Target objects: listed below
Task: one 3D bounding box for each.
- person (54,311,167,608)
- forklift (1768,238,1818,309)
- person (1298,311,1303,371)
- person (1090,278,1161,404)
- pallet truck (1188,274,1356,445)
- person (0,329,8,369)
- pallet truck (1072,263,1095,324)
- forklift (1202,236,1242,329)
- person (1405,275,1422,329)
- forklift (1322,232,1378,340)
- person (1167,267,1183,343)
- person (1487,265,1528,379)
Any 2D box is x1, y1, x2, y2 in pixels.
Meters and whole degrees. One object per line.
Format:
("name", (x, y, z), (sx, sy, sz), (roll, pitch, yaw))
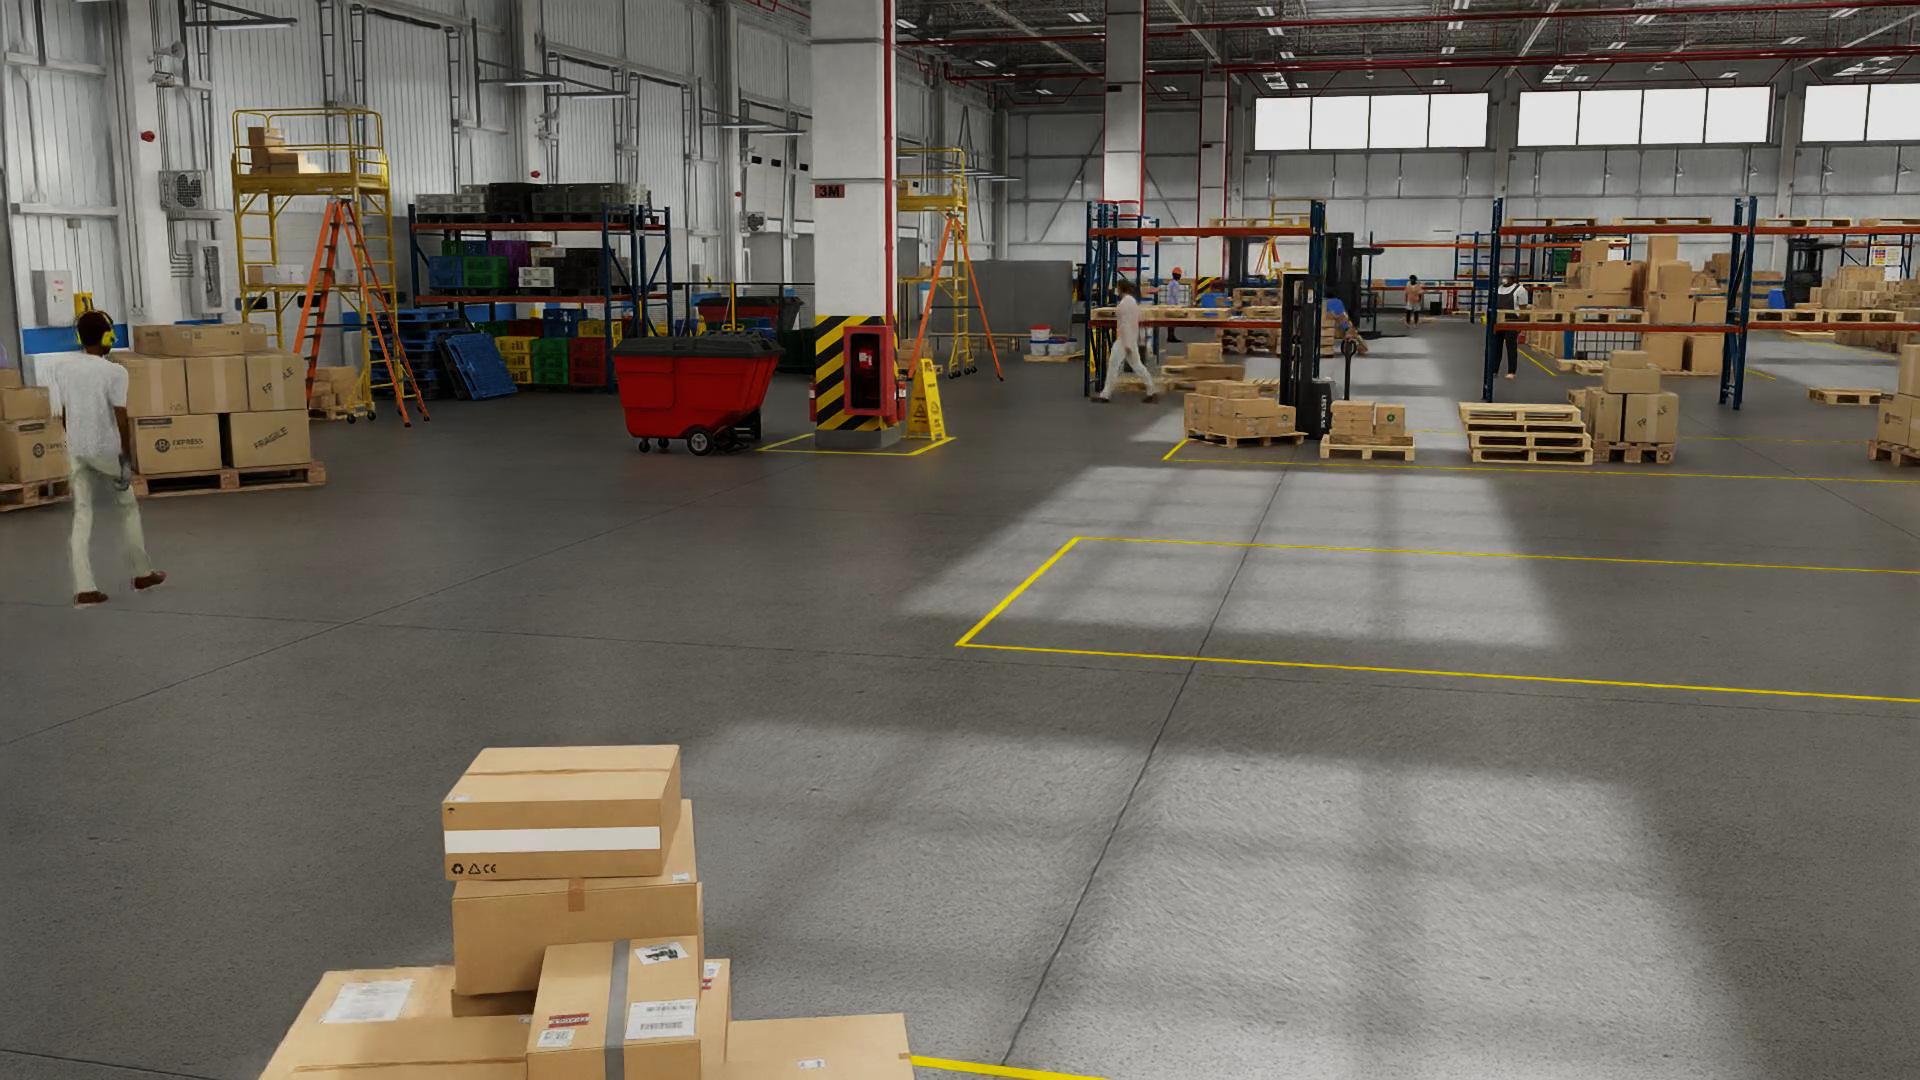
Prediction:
("person", (-5.446, -0.529, 10.586), (0.536, 1.830, 0.877), (0, 10, 1))
("forklift", (28.458, -8.829, 56.389), (1.129, 2.768, 1.873), (-1, 10, -6))
("person", (6.656, -4.098, 31.892), (0.319, 1.739, 0.484), (6, 11, 30))
("person", (2.507, -2.949, 24.715), (1.030, 1.894, 0.636), (3, 10, 19))
("pallet truck", (3.653, -2.138, 19.590), (1.885, 1.965, 0.823), (-4, 10, -20))
("person", (-10.090, -1.641, 17.123), (0.633, 1.841, 0.429), (0, 10, 2))
("pallet truck", (4.325, -8.180, 55.162), (0.823, 1.965, 1.885), (6, 11, 31))
("forklift", (8.324, -7.826, 50.481), (1.873, 2.768, 1.129), (2, 10, 14))
("person", (13.873, -7.276, 50.863), (0.533, 1.653, 0.861), (4, 10, 23))
("forklift", (9.862, -6.626, 43.418), (1.873, 2.768, 1.129), (-3, 10, -16))
("person", (5.524, -6.032, 42.710), (0.379, 1.931, 0.548), (-1, 10, -6))
("person", (9.763, -3.900, 29.836), (0.539, 2.000, 0.689), (-9, 13, -42))
